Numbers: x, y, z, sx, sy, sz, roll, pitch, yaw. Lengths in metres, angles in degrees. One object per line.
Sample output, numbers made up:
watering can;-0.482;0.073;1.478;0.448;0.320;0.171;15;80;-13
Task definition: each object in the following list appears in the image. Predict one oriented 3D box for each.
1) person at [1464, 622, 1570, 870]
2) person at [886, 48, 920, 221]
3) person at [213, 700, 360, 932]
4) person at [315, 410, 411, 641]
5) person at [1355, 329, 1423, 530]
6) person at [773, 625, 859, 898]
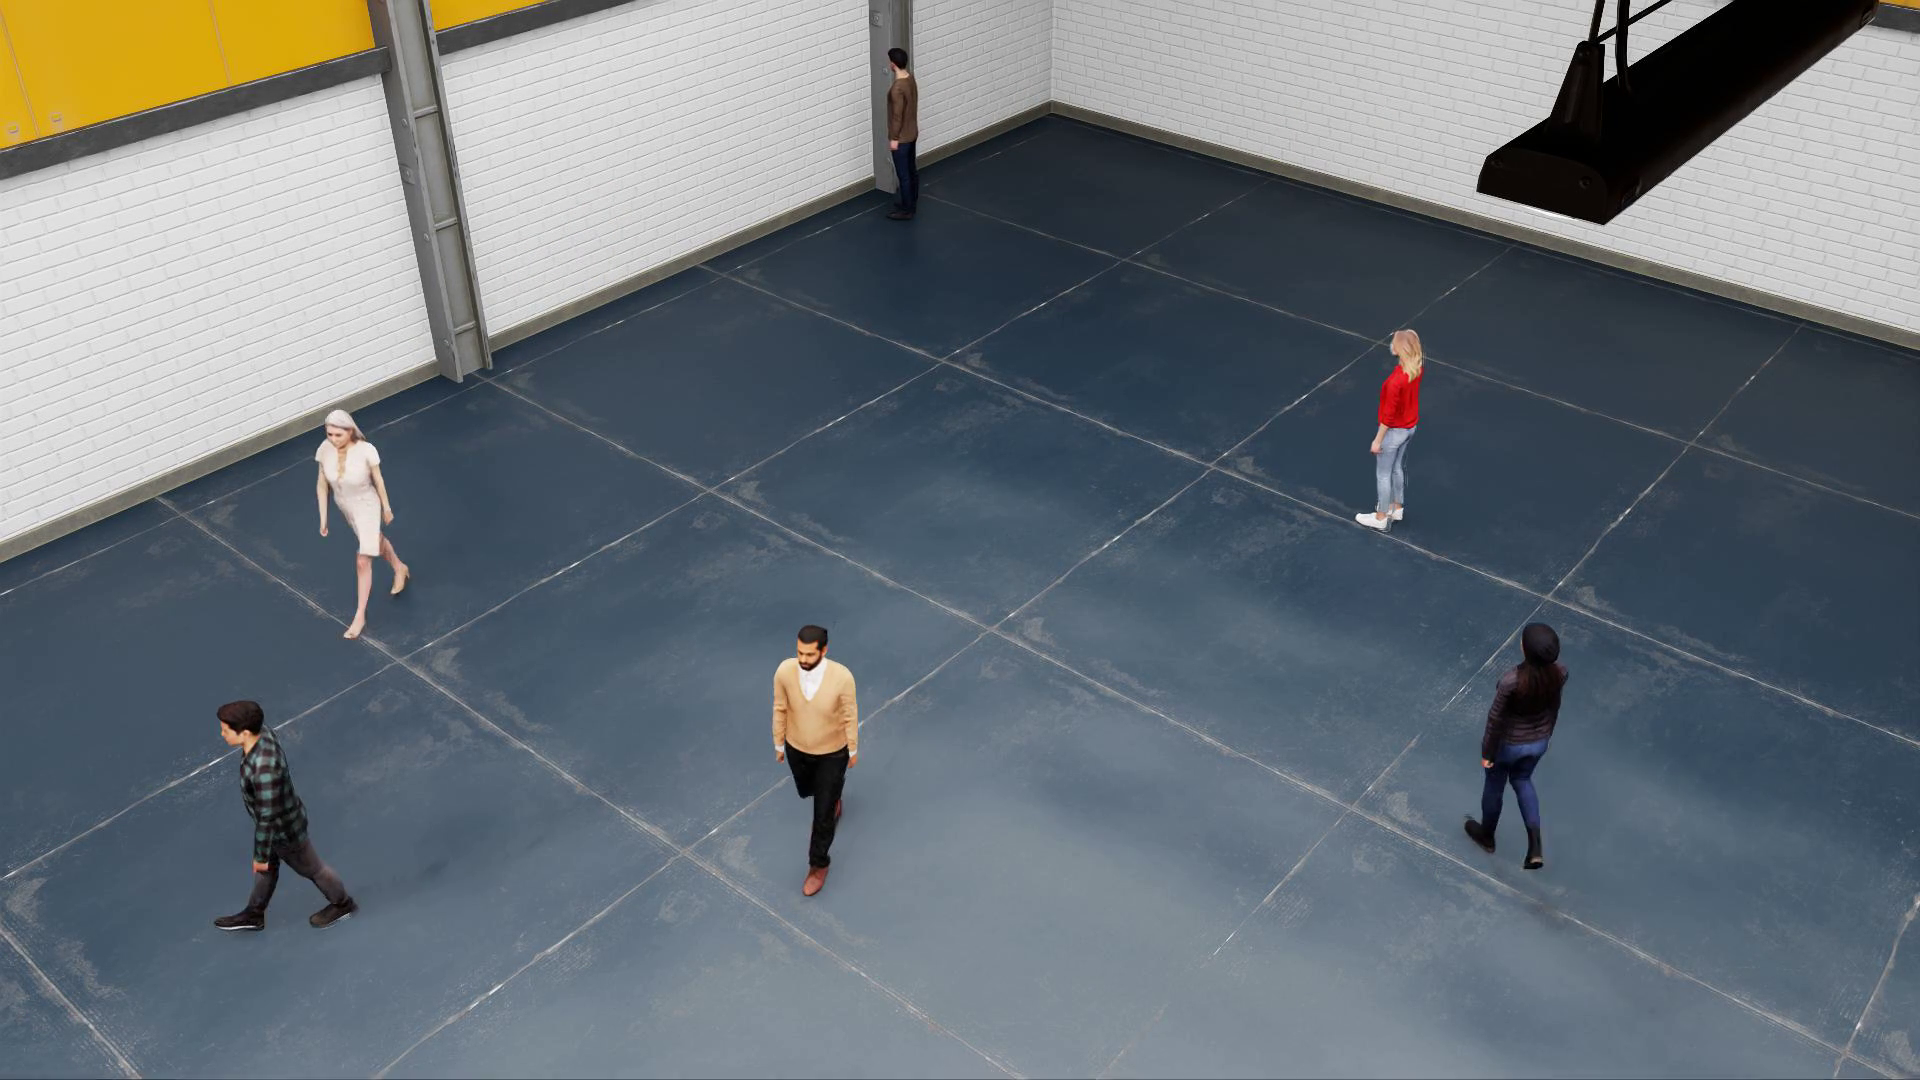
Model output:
person;3.309;1.250;9.710;0.955;1.733;0.967;-9;35;-13
person;-0.610;-4.424;18.108;0.793;1.886;0.658;10;35;14
person;-3.756;1.548;9.365;1.111;1.692;0.938;-16;37;-23
person;-4.264;-0.215;11.963;0.987;1.679;1.251;6;34;10
person;3.392;-0.846;12.888;0.689;1.705;0.466;25;41;32
person;-0.813;1.185;9.813;0.958;1.726;1.207;9;35;13
